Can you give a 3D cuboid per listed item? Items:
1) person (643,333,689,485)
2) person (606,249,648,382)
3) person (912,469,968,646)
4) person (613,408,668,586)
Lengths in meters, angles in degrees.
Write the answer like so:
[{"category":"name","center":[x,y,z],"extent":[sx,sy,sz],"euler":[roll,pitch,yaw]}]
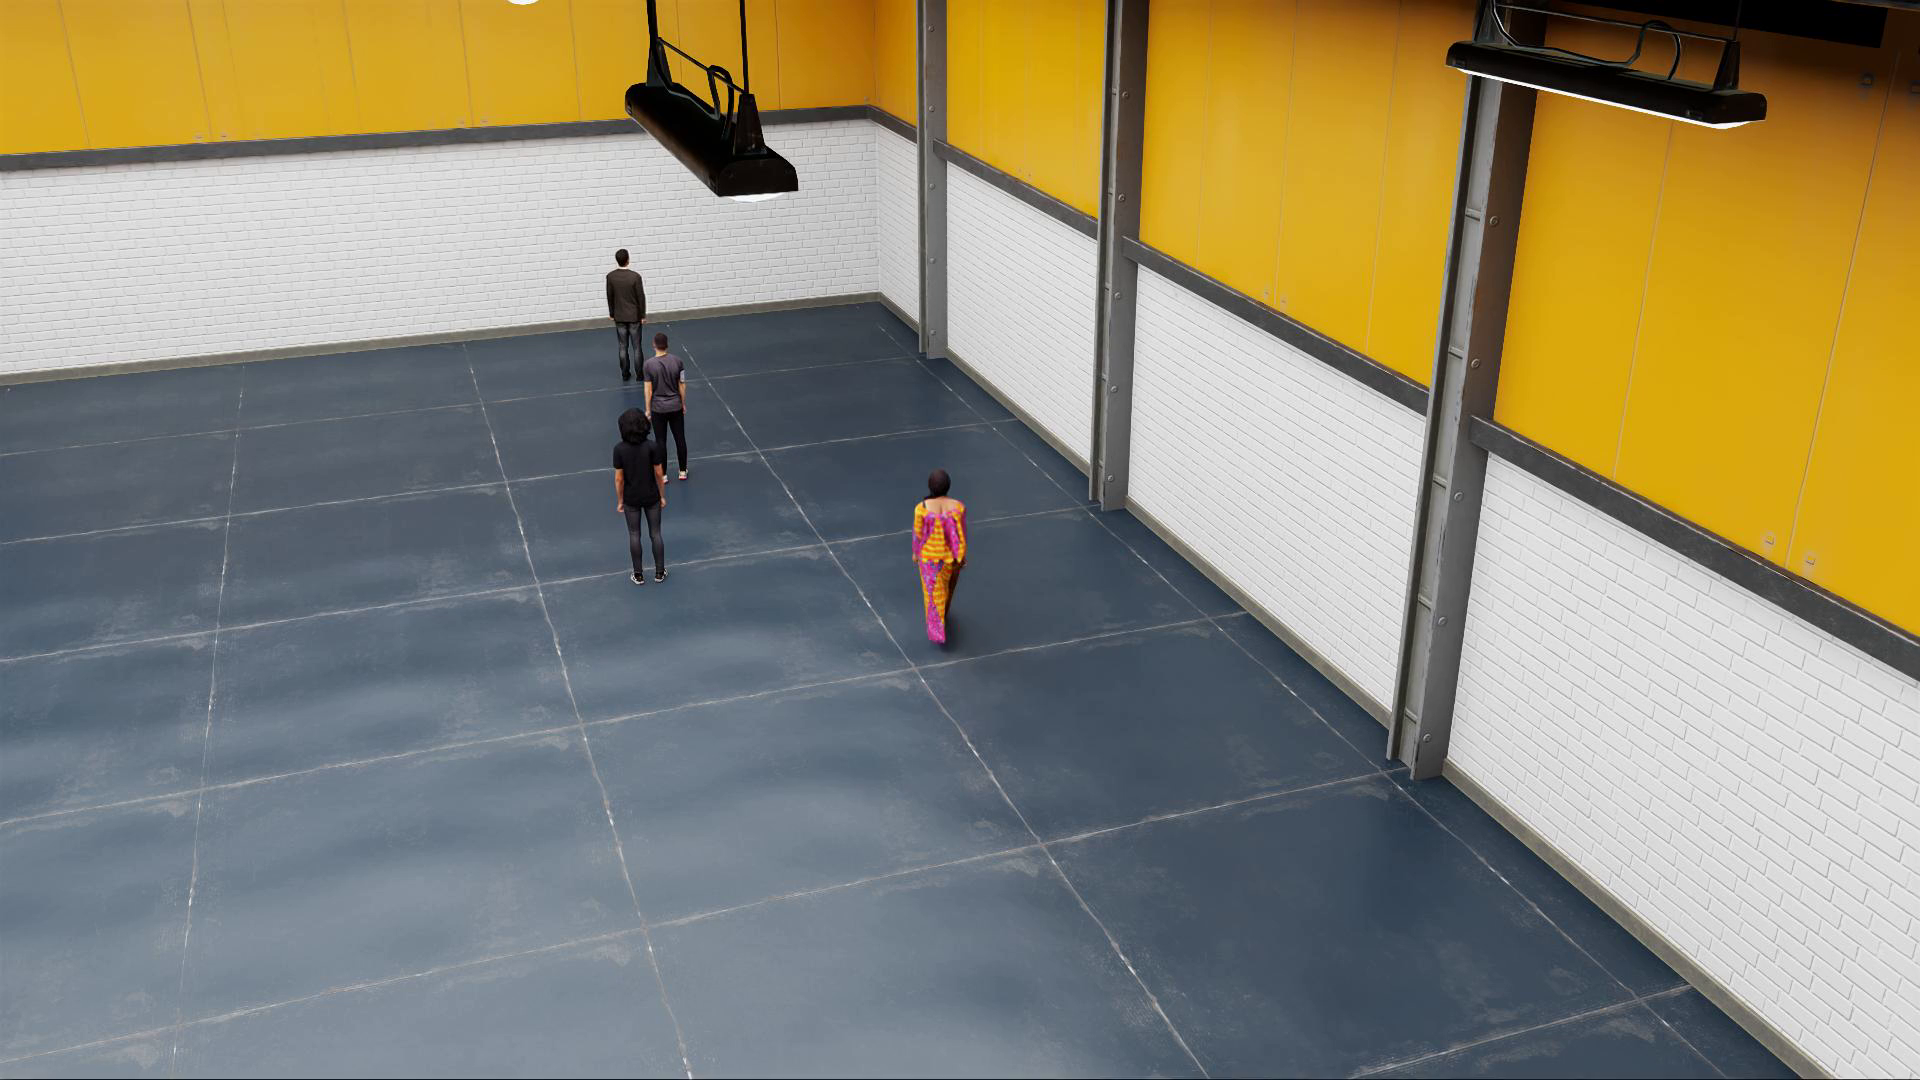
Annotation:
[{"category":"person","center":[-3.368,-1.519,19.071],"extent":[0.643,1.764,0.557],"euler":[-10,26,-22]},{"category":"person","center":[-4.504,-3.054,22.531],"extent":[0.749,1.804,0.721],"euler":[3,24,7]},{"category":"person","center":[-0.188,0.149,15.376],"extent":[0.793,1.667,1.178],"euler":[-4,24,-10]},{"category":"person","center":[-3.168,-0.441,16.513],"extent":[0.663,1.837,0.575],"euler":[-5,24,-10]}]
